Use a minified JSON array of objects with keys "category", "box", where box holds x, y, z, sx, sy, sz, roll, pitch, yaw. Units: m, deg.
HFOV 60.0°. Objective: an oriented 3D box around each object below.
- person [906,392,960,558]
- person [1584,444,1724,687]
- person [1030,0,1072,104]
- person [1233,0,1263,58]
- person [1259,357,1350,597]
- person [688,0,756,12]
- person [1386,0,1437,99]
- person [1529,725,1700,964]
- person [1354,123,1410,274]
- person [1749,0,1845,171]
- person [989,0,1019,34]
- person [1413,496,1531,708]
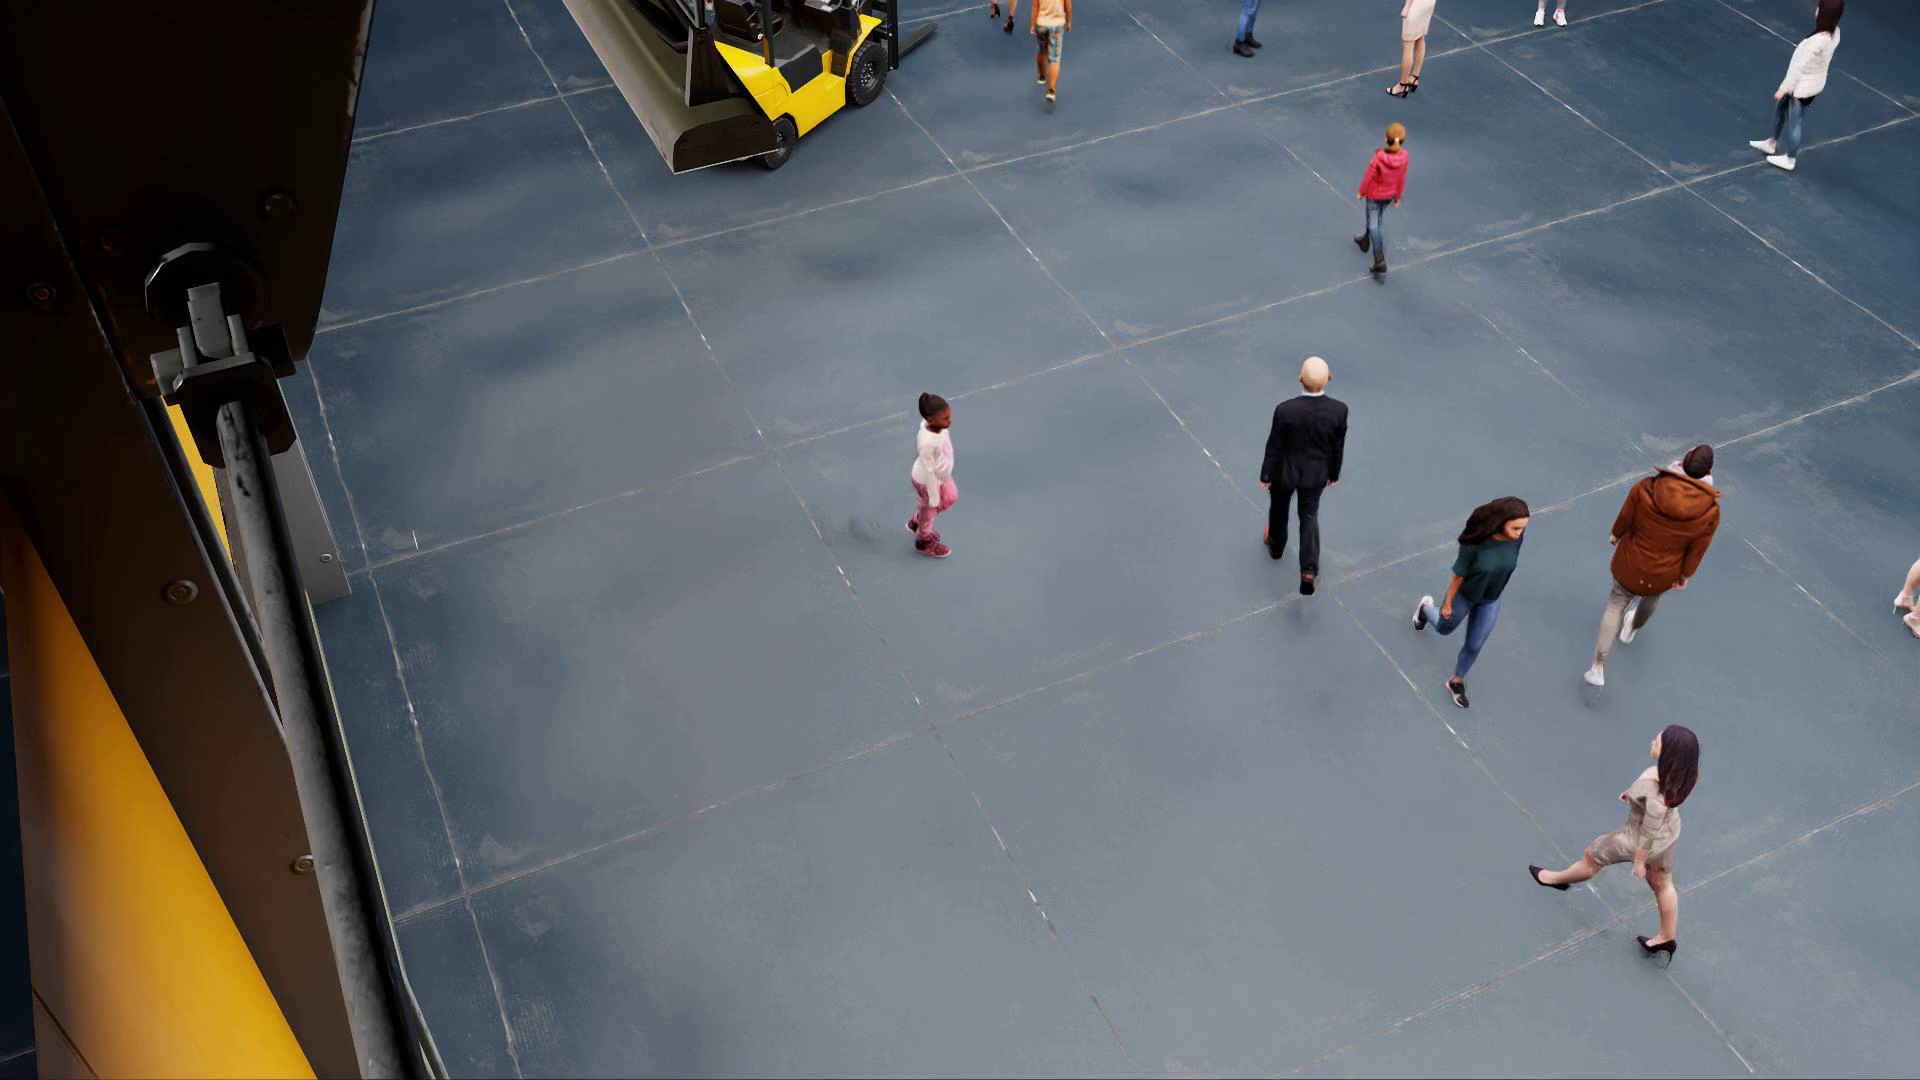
[{"category":"person","box":[-0.264,-0.460,11.360,0.753,1.439,0.688,10,45,11]},{"category":"person","box":[4.308,0.183,10.418,1.187,1.806,1.207,17,46,17]},{"category":"person","box":[0.870,-4.936,16.056,0.873,1.442,1.046,6,44,6]},{"category":"person","box":[2.976,-5.675,16.695,0.704,1.630,0.667,18,47,18]},{"category":"person","box":[2.275,-0.405,11.055,0.963,1.779,1.175,-1,44,-1]},{"category":"person","box":[-2.316,-6.377,17.337,0.876,1.762,1.191,-25,49,-24]},{"category":"person","box":[4.427,-5.128,15.990,0.628,1.811,0.600,-33,53,-30]},{"category":"person","box":[3.767,1.663,8.951,0.845,1.687,1.188,-32,52,-29]},{"category":"person","box":[3.559,-2.853,13.976,0.549,1.294,0.900,-14,45,-14]},{"category":"person","box":[7.721,-4.096,15.043,0.837,1.623,0.770,28,50,26]},{"category":"person","box":[0.511,-6.029,16.940,0.676,1.805,0.787,-10,45,-10]},{"category":"person","box":[3.198,0.290,10.459,0.787,1.596,1.050,-3,44,-3]}]
